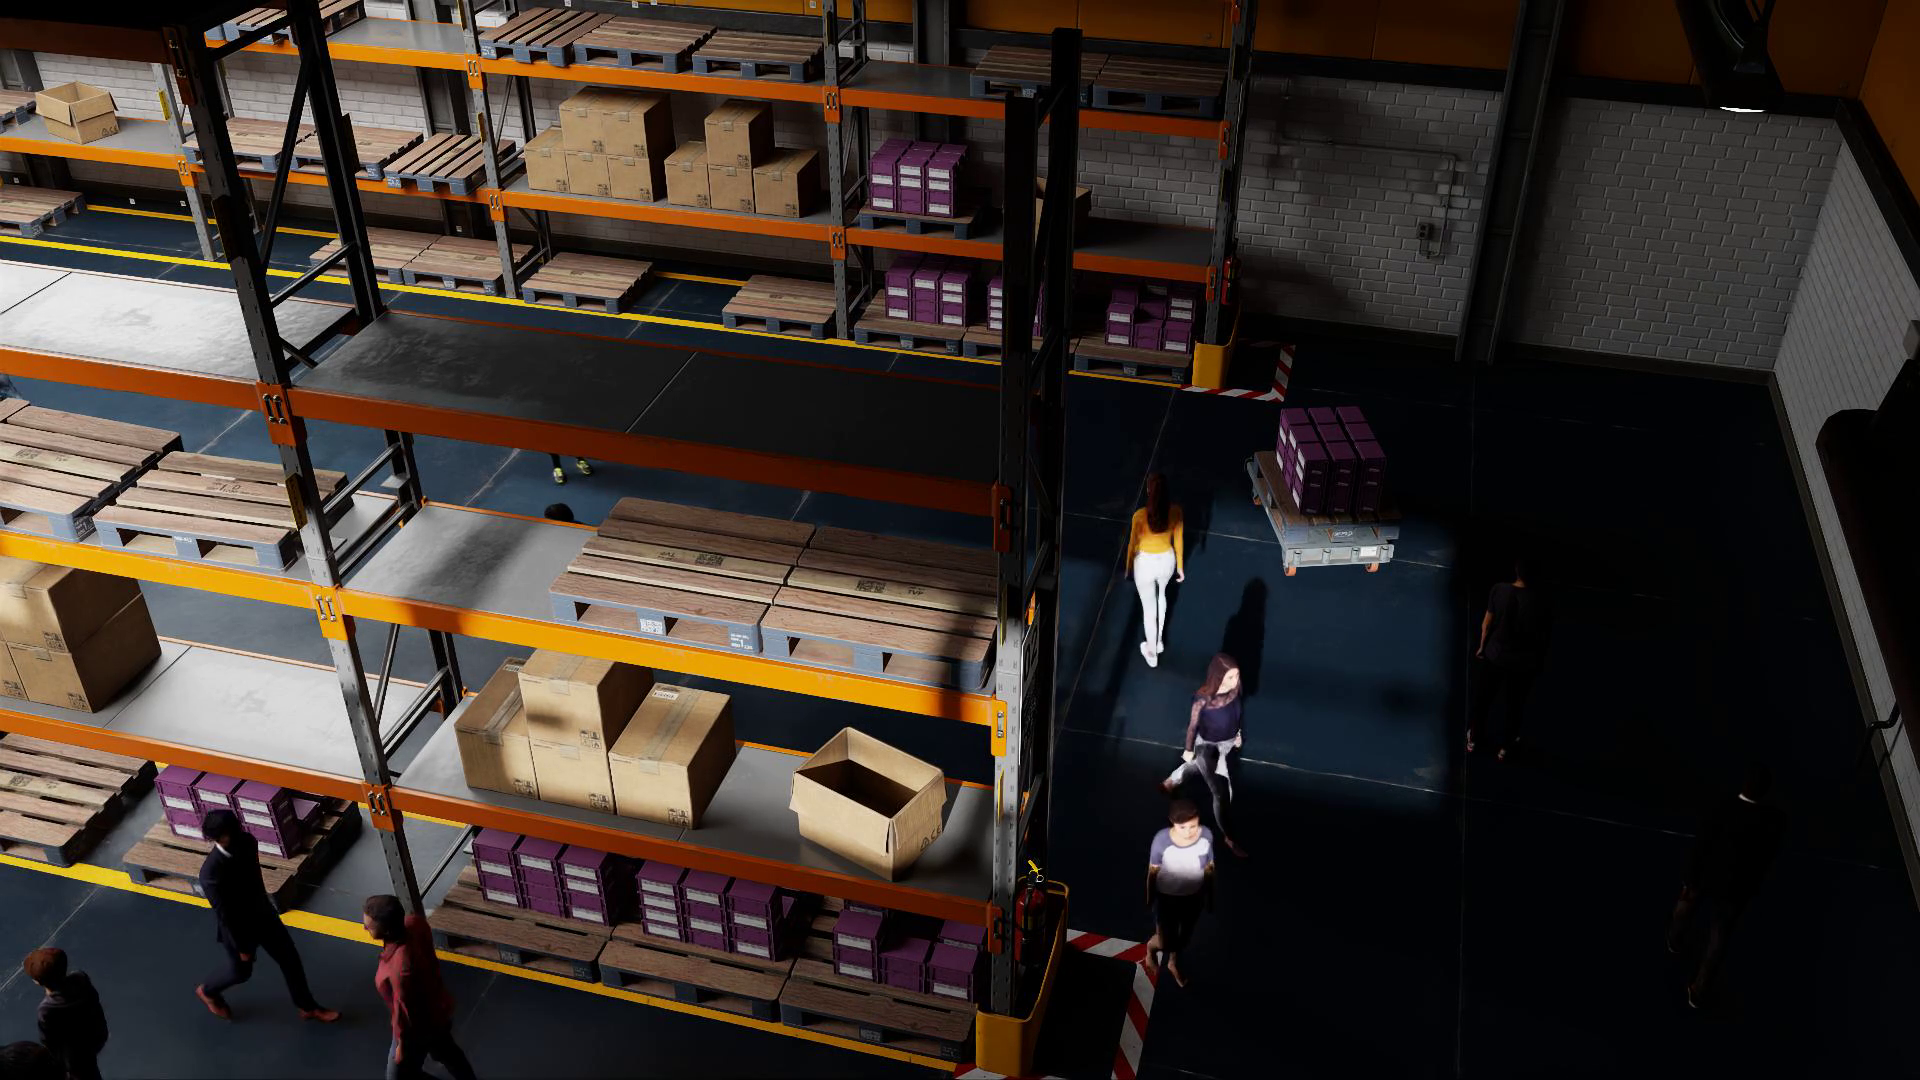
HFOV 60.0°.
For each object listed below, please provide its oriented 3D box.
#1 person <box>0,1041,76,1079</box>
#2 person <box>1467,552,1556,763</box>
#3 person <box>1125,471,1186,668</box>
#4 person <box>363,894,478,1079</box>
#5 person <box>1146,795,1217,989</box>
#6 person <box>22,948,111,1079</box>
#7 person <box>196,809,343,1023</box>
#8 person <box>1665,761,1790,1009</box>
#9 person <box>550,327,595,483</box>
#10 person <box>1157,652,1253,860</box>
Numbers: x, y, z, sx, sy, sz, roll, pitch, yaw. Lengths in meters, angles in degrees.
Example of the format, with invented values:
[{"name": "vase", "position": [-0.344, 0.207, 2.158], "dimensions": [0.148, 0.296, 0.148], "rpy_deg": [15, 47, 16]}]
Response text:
[{"name": "person", "position": [-4.565, 3.180, 8.574], "dimensions": [0.718, 1.729, 0.706], "rpy_deg": [-7, 34, -11]}, {"name": "person", "position": [3.986, 0.844, 12.057], "dimensions": [0.577, 1.764, 0.753], "rpy_deg": [17, 37, 24]}, {"name": "person", "position": [1.547, 0.278, 12.933], "dimensions": [0.681, 1.737, 0.780], "rpy_deg": [-7, 34, -10]}, {"name": "person", "position": [-2.923, 2.667, 9.271], "dimensions": [0.841, 1.813, 0.814], "rpy_deg": [-3, 34, -5]}, {"name": "person", "position": [1.329, 2.123, 10.322], "dimensions": [0.671, 1.555, 0.742], "rpy_deg": [-12, 35, -17]}, {"name": "person", "position": [-4.890, 2.867, 9.322], "dimensions": [0.954, 1.423, 0.606], "rpy_deg": [4, 34, 6]}, {"name": "person", "position": [-4.338, 2.293, 9.937], "dimensions": [1.120, 1.697, 0.661], "rpy_deg": [7, 34, 11]}, {"name": "person", "position": [4.660, 2.134, 10.107], "dimensions": [0.889, 1.776, 0.758], "rpy_deg": [11, 35, 17]}, {"name": "person", "position": [-3.693, -1.282, 15.451], "dimensions": [0.623, 1.547, 0.674], "rpy_deg": [-21, 39, -28]}, {"name": "person", "position": [1.689, 1.396, 11.402], "dimensions": [1.179, 1.570, 0.968], "rpy_deg": [28, 42, 35]}]
